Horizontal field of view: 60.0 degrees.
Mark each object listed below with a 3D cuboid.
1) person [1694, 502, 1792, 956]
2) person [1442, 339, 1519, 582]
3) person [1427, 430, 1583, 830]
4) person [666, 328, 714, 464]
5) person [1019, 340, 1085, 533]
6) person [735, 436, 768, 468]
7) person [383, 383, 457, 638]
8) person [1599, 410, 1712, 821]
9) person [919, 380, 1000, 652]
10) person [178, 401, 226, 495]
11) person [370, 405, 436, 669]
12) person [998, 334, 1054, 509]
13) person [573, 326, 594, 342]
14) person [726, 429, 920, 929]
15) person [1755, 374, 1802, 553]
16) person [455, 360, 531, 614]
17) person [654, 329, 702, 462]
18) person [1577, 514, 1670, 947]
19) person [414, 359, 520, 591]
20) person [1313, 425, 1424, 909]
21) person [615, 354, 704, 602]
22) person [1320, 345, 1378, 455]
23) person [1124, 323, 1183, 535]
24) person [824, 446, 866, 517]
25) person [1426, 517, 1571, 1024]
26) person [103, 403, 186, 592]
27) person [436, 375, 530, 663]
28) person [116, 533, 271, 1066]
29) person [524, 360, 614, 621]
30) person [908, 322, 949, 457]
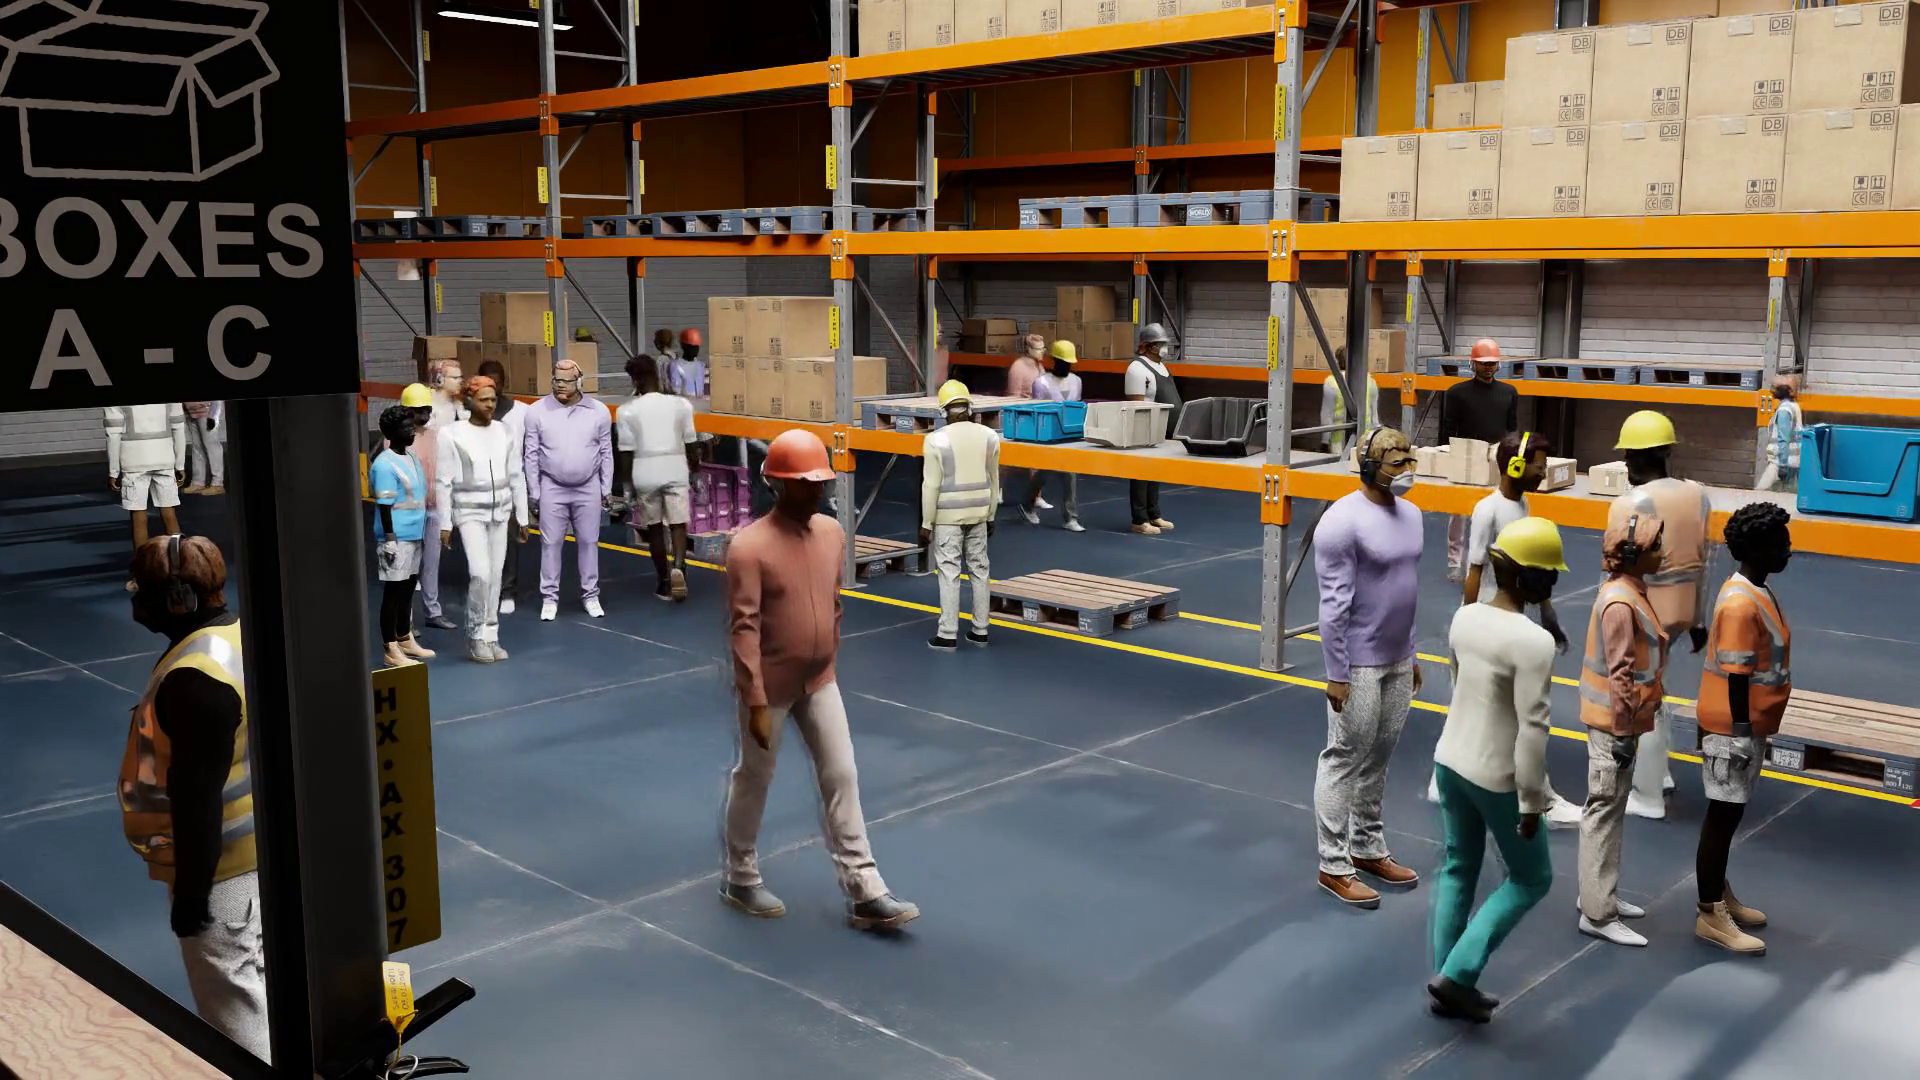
[{"bbox_3d":[2.962,0.696,6.301,0.318,1.697,0.535,5,10,28],"label":"person"},{"bbox_3d":[4.253,-0.643,13.595,0.625,1.992,0.386,0,9,-2],"label":"person"},{"bbox_3d":[2.599,0.413,7.670,0.908,1.823,0.484,6,11,31],"label":"person"},{"bbox_3d":[-2.929,-1.364,18.296,0.786,1.907,0.560,8,12,40],"label":"person"},{"bbox_3d":[0.918,-1.038,16.406,0.640,1.885,0.892,-5,11,-30],"label":"person"},{"bbox_3d":[-2.419,-1.544,19.548,0.678,1.849,0.526,2,9,10],"label":"person"},{"bbox_3d":[-3.772,-0.212,11.650,0.315,1.769,0.524,6,11,33],"label":"person"},{"bbox_3d":[3.188,0.353,7.754,0.618,1.904,0.484,-5,11,-28],"label":"person"},{"bbox_3d":[-0.015,-0.159,11.158,0.587,1.822,0.403,-6,11,-31],"label":"person"},{"bbox_3d":[-8.630,-1.409,18.832,0.635,1.842,0.493,7,11,36],"label":"person"},{"bbox_3d":[-3.587,-0.022,10.700,0.316,1.695,0.541,0,9,3],"label":"person"},{"bbox_3d":[0.665,-1.258,17.714,0.594,1.884,0.675,5,10,28],"label":"person"},{"bbox_3d":[-5.536,-2.331,24.767,0.489,1.719,0.500,-7,11,-36],"label":"person"},{"bbox_3d":[-0.587,0.558,6.361,0.964,1.945,0.647,8,12,41],"label":"person"},{"bbox_3d":[7.386,-0.679,14.964,0.391,1.627,0.532,7,12,37],"label":"person"},{"bbox_3d":[-3.508,-0.429,12.618,0.596,1.895,0.822,-1,9,-9],"label":"person"},{"bbox_3d":[-3.576,-1.711,20.669,0.731,1.826,0.512,4,10,21],"label":"person"},{"bbox_3d":[2.532,0.710,6.386,0.308,1.640,0.511,4,10,21],"label":"person"},{"bbox_3d":[-4.069,-0.496,13.144,1.014,1.853,0.657,3,10,19],"label":"person"},{"bbox_3d":[1.681,0.498,6.770,0.629,1.940,0.373,-9,13,-44],"label":"person"},{"bbox_3d":[-2.255,-0.447,12.616,0.678,1.920,0.752,-3,10,-18],"label":"person"},{"bbox_3d":[3.862,-0.992,16.284,0.638,1.823,0.746,-6,11,-30],"label":"person"},{"bbox_3d":[1.901,-1.083,16.155,0.538,2.000,0.683,5,10,28],"label":"person"},{"bbox_3d":[-1.229,-1.054,17.332,0.534,1.589,0.857,-7,12,-36],"label":"person"},{"bbox_3d":[1.809,0.785,5.577,0.399,1.742,0.557,-4,10,-21],"label":"person"},{"bbox_3d":[-6.447,-0.597,13.166,0.378,2.044,0.608,9,13,43],"label":"person"},{"bbox_3d":[-3.049,-0.123,10.778,0.493,1.870,0.604,8,12,42],"label":"person"},{"bbox_3d":[-2.137,0.887,4.726,0.431,1.836,0.621,-3,10,-19],"label":"person"},{"bbox_3d":[-2.842,-0.362,12.154,0.642,1.905,0.399,-3,10,-18],"label":"person"},{"bbox_3d":[-0.374,-2.007,22.411,0.665,1.849,1.011,-9,13,-44],"label":"person"}]
